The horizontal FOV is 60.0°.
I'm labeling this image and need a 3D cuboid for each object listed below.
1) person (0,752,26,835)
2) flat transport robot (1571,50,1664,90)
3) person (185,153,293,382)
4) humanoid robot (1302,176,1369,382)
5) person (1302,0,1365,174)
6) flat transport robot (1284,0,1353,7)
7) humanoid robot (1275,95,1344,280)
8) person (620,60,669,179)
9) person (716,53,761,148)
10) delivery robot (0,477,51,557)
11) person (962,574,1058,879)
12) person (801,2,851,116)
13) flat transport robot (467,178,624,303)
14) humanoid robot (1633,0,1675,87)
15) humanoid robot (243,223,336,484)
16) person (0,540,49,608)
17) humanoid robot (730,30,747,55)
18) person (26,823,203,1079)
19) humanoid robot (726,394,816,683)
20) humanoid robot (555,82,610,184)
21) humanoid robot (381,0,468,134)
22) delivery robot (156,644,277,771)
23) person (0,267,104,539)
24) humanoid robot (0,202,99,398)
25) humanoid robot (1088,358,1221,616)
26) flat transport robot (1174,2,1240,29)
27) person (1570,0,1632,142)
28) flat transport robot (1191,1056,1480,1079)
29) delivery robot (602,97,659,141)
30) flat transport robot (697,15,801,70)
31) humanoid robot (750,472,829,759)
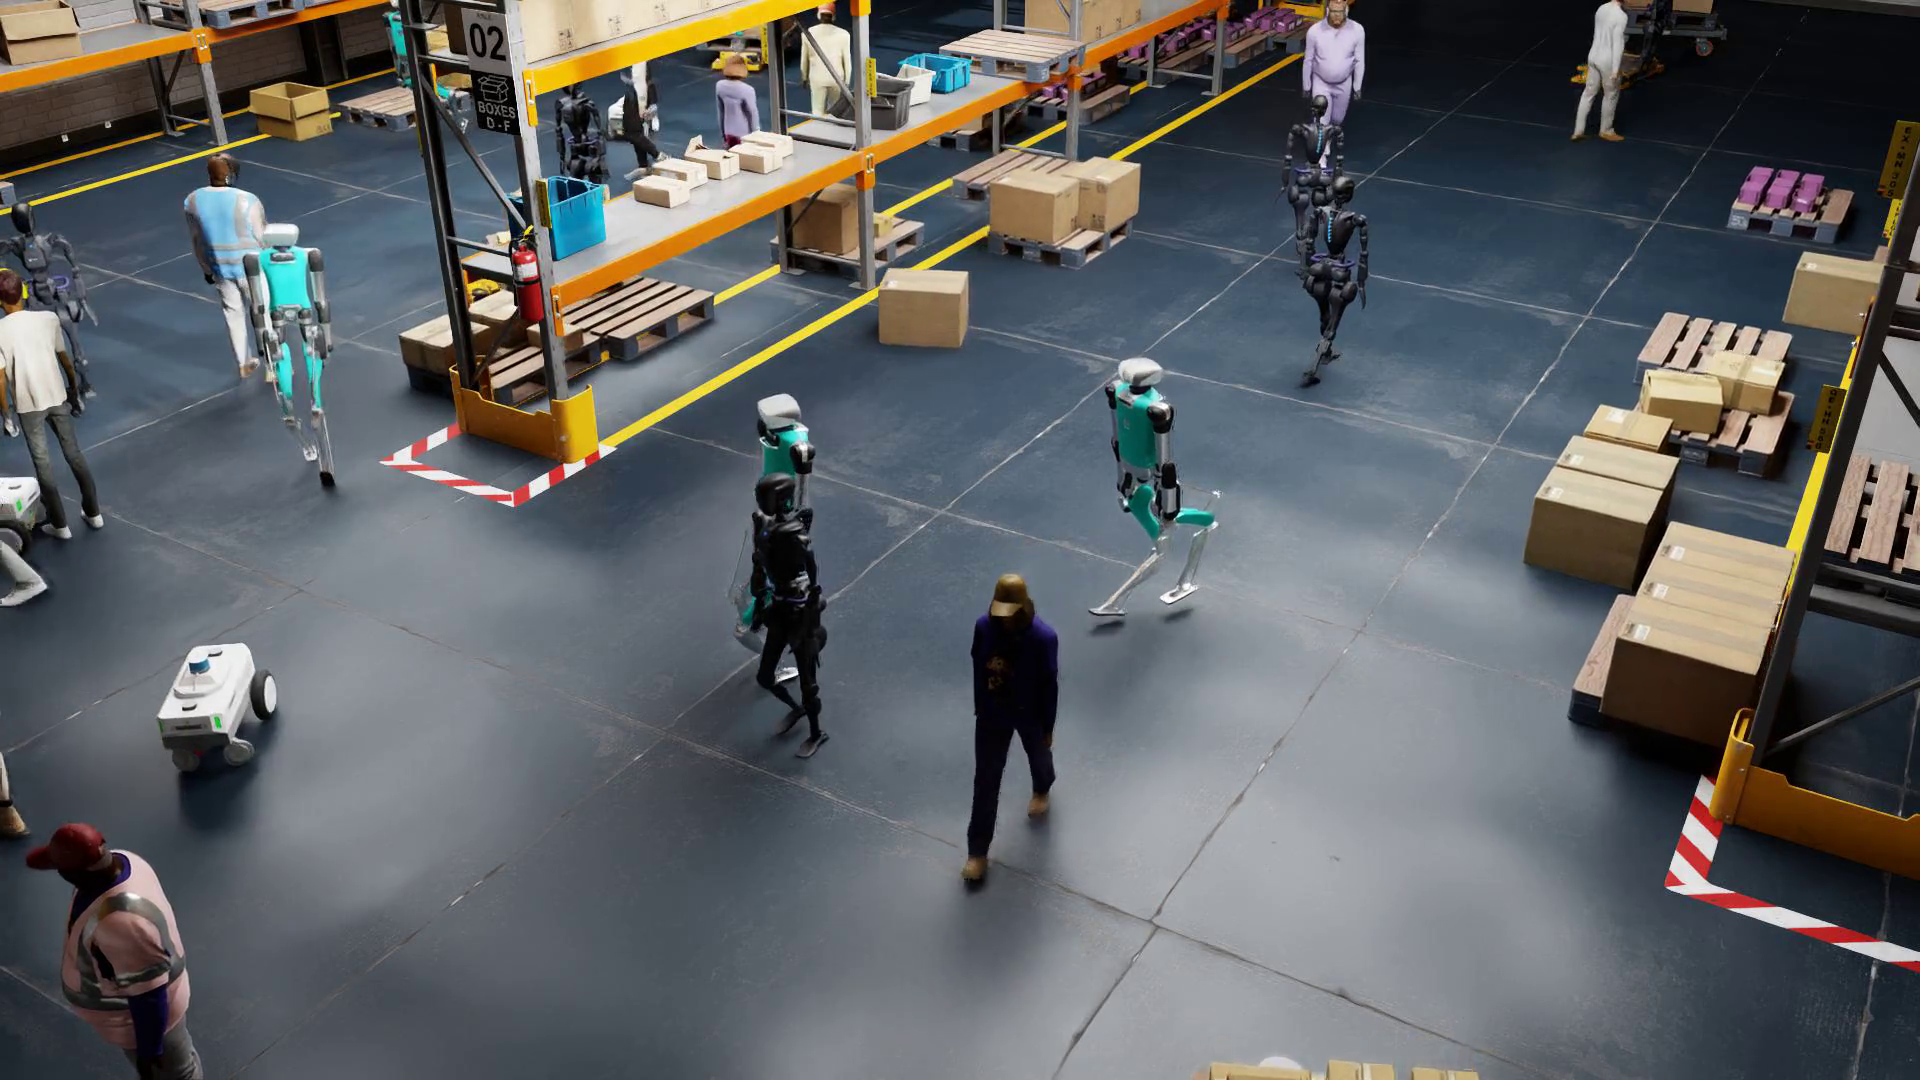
[{"bbox_3d":[-5.188,0.597,8.287,0.985,1.834,0.490,19,34,29],"label":"person"},{"bbox_3d":[8.658,-6.171,21.859,0.659,0.231,1.431,24,37,36],"label":"flat transport robot"},{"bbox_3d":[-5.688,-2.135,13.142,0.646,1.838,0.465,2,30,4],"label":"person"},{"bbox_3d":[2.956,-2.089,13.257,0.583,1.639,0.769,23,37,34],"label":"humanoid robot"},{"bbox_3d":[4.057,-5.015,18.187,0.643,1.872,0.915,1,29,1],"label":"person"},{"bbox_3d":[5.353,-8.512,25.999,1.431,0.231,0.659,23,37,34],"label":"flat transport robot"},{"bbox_3d":[3.227,-3.295,15.379,0.609,1.622,0.756,-2,30,-4],"label":"humanoid robot"},{"bbox_3d":[-3.452,-4.693,17.742,0.460,1.743,0.779,-10,31,-17],"label":"person"},{"bbox_3d":[-2.232,-4.091,16.798,0.512,1.623,0.489,20,35,31],"label":"person"},{"bbox_3d":[-6.460,-0.198,11.020,0.815,0.612,0.499,-2,30,-3],"label":"delivery robot"},{"bbox_3d":[0.271,0.829,8.138,0.453,1.579,0.851,9,31,15],"label":"person"},{"bbox_3d":[-1.488,-5.175,18.608,0.564,1.728,0.697,-5,30,-9],"label":"person"},{"bbox_3d":[-3.710,-2.326,15.056,1.431,0.231,0.659,-11,31,-19],"label":"flat transport robot"},{"bbox_3d":[8.945,-6.674,21.313,0.342,1.651,0.584,23,37,35],"label":"humanoid robot"},{"bbox_3d":[-4.638,-1.237,11.688,0.567,1.817,0.883,-11,31,-18],"label":"humanoid robot"},{"bbox_3d":[-6.167,-0.354,9.949,0.938,1.871,0.586,-19,35,-30],"label":"person"},{"bbox_3d":[-3.092,-7.081,21.995,0.542,1.775,0.832,20,35,31],"label":"humanoid robot"},{"bbox_3d":[-3.121,1.770,6.307,0.418,1.749,0.604,-16,33,-26],"label":"person"},{"bbox_3d":[-1.134,0.097,9.314,0.674,1.830,0.543,-16,33,-27],"label":"humanoid robot"},{"bbox_3d":[-3.638,-3.701,16.091,0.612,1.642,0.609,14,32,23],"label":"humanoid robot"},{"bbox_3d":[-6.011,-5.358,18.944,0.567,1.753,1.003,11,31,19],"label":"humanoid robot"},{"bbox_3d":[-4.088,0.878,9.107,0.519,0.604,0.775,-3,30,-6],"label":"delivery robot"},{"bbox_3d":[-6.028,-0.886,10.900,0.341,1.857,0.517,22,36,34],"label":"person"},{"bbox_3d":[-6.961,-1.791,12.712,0.609,1.668,0.395,-12,32,-20],"label":"humanoid robot"},{"bbox_3d":[1.223,-0.299,9.973,0.982,1.742,0.557,-17,34,-28],"label":"humanoid robot"},{"bbox_3d":[3.601,-7.849,24.826,0.659,0.231,1.431,17,33,27],"label":"flat transport robot"},{"bbox_3d":[7.398,-5.486,19.025,0.630,1.860,0.636,-10,31,-17],"label":"person"},{"bbox_3d":[1.472,2.602,6.339,0.659,0.231,1.431,3,30,6],"label":"flat transport robot"},{"bbox_3d":[-3.826,-4.961,19.445,0.499,0.612,0.813,8,30,13],"label":"delivery robot"},{"bbox_3d":[-2.877,-6.692,22.780,0.659,0.231,1.431,5,30,8],"label":"flat transport robot"},{"bbox_3d":[-0.894,0.407,8.791,0.338,1.650,0.606,-23,37,-34],"label":"humanoid robot"}]
